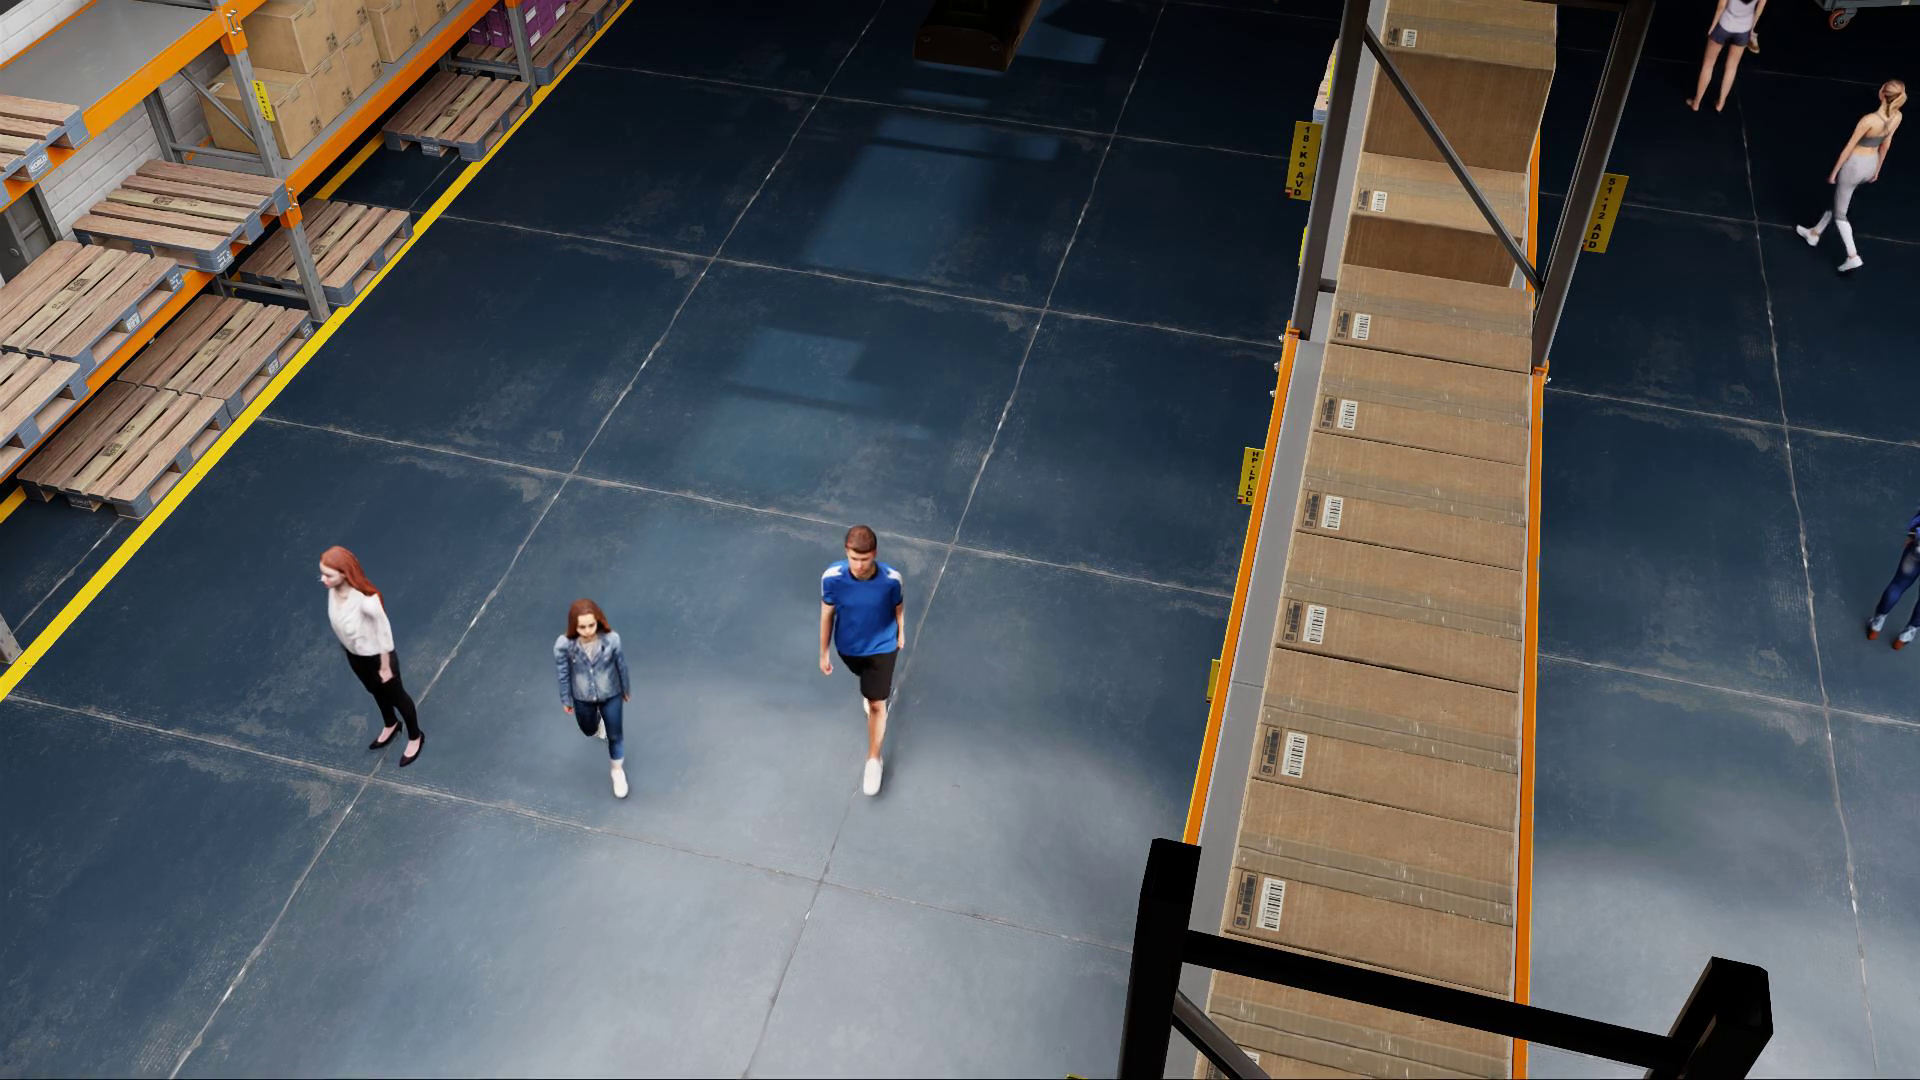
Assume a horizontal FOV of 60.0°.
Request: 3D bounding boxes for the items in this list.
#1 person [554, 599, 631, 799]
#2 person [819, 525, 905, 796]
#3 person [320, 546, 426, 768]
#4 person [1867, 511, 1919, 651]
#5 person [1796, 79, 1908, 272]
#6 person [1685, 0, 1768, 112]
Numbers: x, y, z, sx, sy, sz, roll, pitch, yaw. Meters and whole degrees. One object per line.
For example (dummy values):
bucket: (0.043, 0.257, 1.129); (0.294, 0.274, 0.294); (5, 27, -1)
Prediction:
person: (-2.216, 0.878, 10.099); (0.794, 1.465, 0.948); (-9, 44, -9)
person: (-0.572, 0.557, 10.184); (0.845, 1.813, 1.301); (2, 44, 2)
person: (-3.569, 0.692, 10.082); (0.654, 1.758, 0.619); (26, 50, 25)
person: (6.363, 0.077, 10.828); (0.686, 1.621, 0.672); (27, 50, 26)
person: (7.635, -3.067, 14.088); (0.936, 1.675, 1.140); (-11, 45, -12)
person: (7.449, -4.946, 16.038); (0.630, 1.706, 0.585); (3, 44, 3)
